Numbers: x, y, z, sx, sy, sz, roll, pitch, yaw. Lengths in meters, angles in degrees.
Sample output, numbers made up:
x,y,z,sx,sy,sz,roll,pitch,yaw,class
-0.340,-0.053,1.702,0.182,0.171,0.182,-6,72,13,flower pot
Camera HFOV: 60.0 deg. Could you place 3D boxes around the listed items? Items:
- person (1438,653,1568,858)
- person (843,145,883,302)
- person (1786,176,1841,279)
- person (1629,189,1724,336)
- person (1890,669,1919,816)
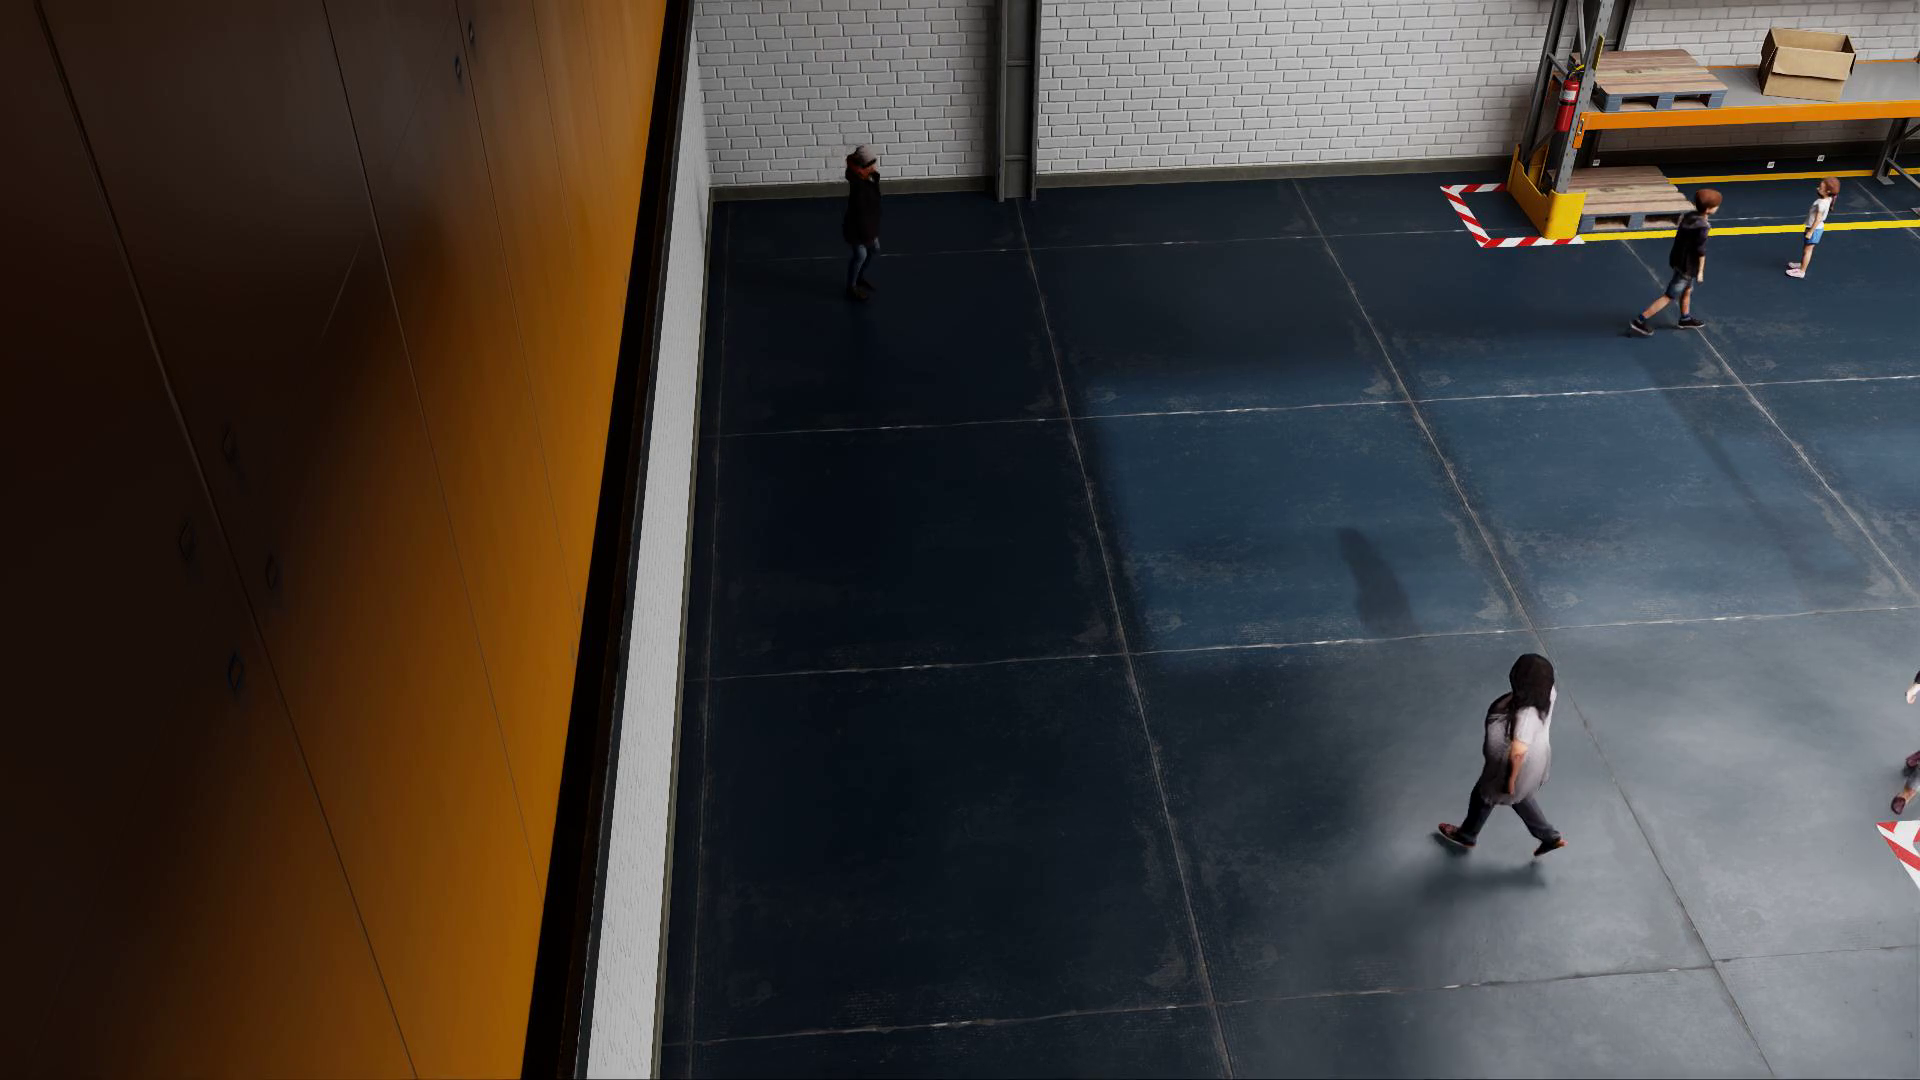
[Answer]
x,y,z,sx,sy,sz,roll,pitch,yaw,class
3.413,1.351,10.012,1.065,1.586,0.976,24,45,27,person
-0.947,-2.933,15.364,0.734,1.600,0.725,2,39,3,person
8.182,-3.004,15.918,0.535,1.019,0.491,20,43,23,person
6.450,-2.465,14.925,0.964,1.416,0.553,-2,39,-2,person
6.299,0.967,10.521,1.147,1.550,1.035,-30,48,-32,person
